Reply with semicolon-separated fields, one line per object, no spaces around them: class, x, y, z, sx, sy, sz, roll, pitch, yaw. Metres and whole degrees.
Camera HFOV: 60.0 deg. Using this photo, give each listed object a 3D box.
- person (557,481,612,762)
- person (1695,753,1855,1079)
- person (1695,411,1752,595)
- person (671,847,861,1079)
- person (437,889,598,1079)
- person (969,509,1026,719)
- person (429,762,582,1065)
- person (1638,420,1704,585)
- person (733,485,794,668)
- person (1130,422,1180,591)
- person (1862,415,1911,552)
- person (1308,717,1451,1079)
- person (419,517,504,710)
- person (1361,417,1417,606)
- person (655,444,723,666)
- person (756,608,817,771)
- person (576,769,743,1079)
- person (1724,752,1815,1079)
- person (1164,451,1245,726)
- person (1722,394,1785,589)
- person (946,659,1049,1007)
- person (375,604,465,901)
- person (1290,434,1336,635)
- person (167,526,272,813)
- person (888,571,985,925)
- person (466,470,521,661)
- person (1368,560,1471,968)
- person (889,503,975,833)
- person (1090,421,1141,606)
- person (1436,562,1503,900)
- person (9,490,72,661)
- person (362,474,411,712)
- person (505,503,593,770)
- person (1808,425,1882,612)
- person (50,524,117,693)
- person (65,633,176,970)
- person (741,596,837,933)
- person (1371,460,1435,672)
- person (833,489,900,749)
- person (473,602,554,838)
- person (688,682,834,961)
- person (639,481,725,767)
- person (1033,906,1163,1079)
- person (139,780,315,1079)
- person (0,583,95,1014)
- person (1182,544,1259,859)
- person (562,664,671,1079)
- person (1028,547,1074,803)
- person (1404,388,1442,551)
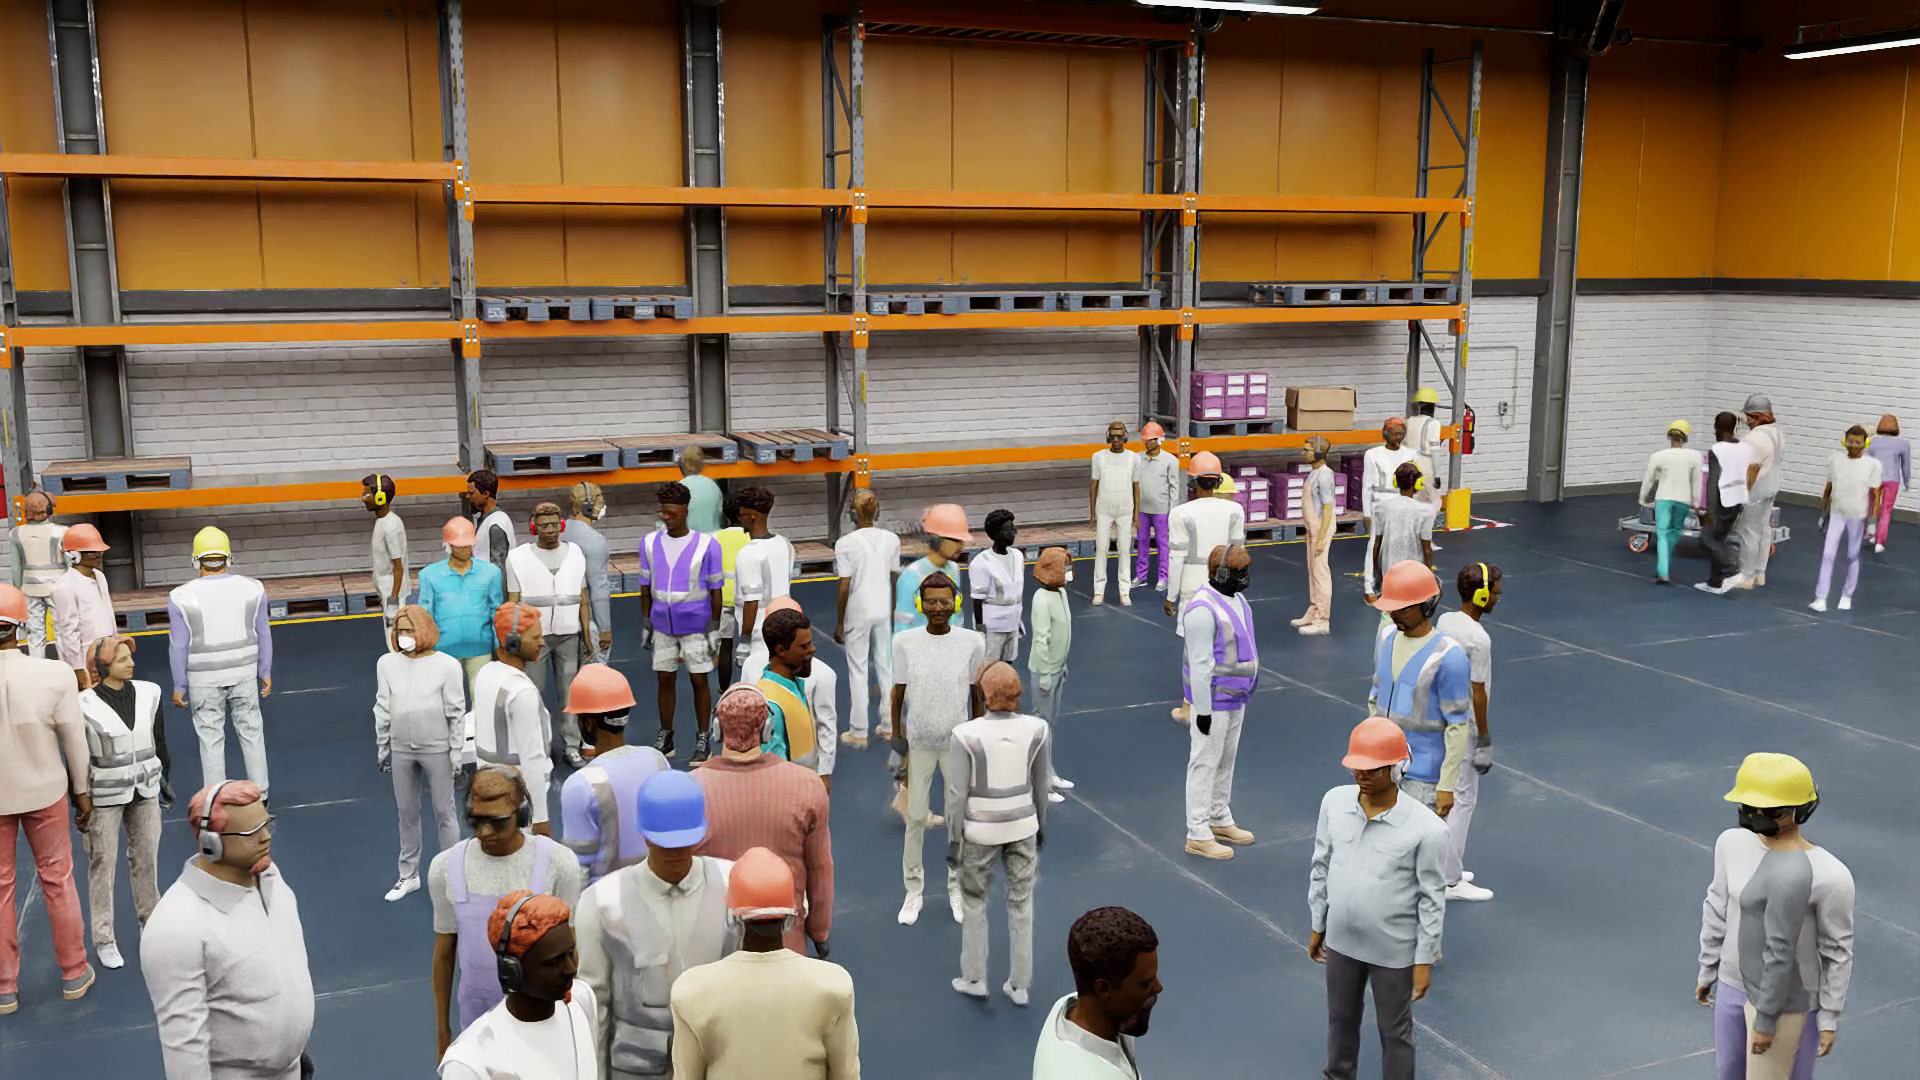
person;-2.594;0.555;11.506;0.356;1.938;0.633;-8;13;-39
person;2.860;1.613;5.909;0.319;1.767;0.534;-6;12;-32
person;7.778;-0.367;16.930;0.595;1.893;0.549;-5;11;-27
person;-0.577;1.775;5.010;0.565;1.751;0.331;-1;10;-6
person;-1.093;1.825;4.357;0.355;1.883;0.574;3;10;19
person;0.275;0.616;11.845;0.319;1.698;0.538;8;13;40
person;-1.518;1.627;5.635;0.511;1.837;0.351;0;10;-2
person;7.516;-0.392;17.566;0.599;1.724;0.723;2;10;10
person;-1.325;0.608;11.125;0.361;1.963;0.613;4;11;21
person;1.991;-0.353;17.271;0.572;1.750;0.331;7;12;34
person;10.916;-0.678;19.630;0.520;1.583;0.876;7;12;34
person;1.581;1.531;6.419;0.559;1.751;0.326;9;13;42
person;-3.332;0.707;11.174;0.564;1.749;0.347;-4;11;-21
person;4.251;-0.283;16.492;0.584;1.883;0.337;-3;10;-15
person;-2.254;0.156;13.944;0.677;1.903;0.695;6;11;30
person;-0.806;1.248;7.576;0.392;1.919;0.591;0;10;-2
person;-0.891;1.645;5.242;0.604;1.938;0.420;-4;11;-21
person;2.859;1.617;5.932;0.342;1.755;0.532;4;11;22
person;1.797;0.360;12.327;0.605;2.045;0.378;-3;10;-17
person;8.241;-0.514;17.374;0.675;2.000;0.536;-9;13;-42
person;0.170;1.365;7.772;0.530;1.622;0.505;-4;10;-20
person;-2.908;1.148;8.971;0.500;1.633;0.280;1;10;7
person;3.268;-0.051;15.268;0.347;1.847;0.505;0;10;1
person;-4.553;0.826;10.254;0.600;1.830;0.403;-8;13;-38
person;-0.115;1.079;8.675;0.524;1.876;0.325;0;10;-2
person;-3.429;0.426;12.341;0.387;1.912;0.588;-4;11;-23
person;2.173;1.096;8.116;0.392;2.033;0.616;-5;11;-25
person;-0.169;0.772;10.026;0.508;2.016;0.617;4;11;20
person;1.537;-0.261;16.478;0.504;1.847;0.345;1;10;4
person;2.736;1.033;9.011;0.346;1.857;0.523;-2;10;-10
person;-7.177;0.429;13.091;0.512;1.642;0.312;0;10;-2
person;-4.259;0.433;12.414;0.315;1.869;0.526;-4;11;-22
person;-2.756;0.656;11.202;0.564;1.843;0.390;-6;11;-30
person;8.558;-0.186;16.097;0.548;1.826;0.882;8;13;39
person;-5.668;0.759;10.868;0.325;1.752;0.563;-1;10;-5
person;-4.147;1.270;8.232;0.305;1.645;0.522;6;12;31
person;-0.909;1.149;8.608;0.561;1.756;0.317;4;11;22
person;3.514;0.301;13.209;0.511;1.862;0.327;7;12;36
person;-0.656;0.556;11.771;0.516;1.843;0.325;-6;12;-31
person;-2.085;1.221;7.826;0.352;1.884;0.576;-7;12;-36
person;-0.805;1.476;6.298;0.652;1.906;0.403;-2;10;-14
person;-1.902;0.570;11.343;0.608;1.965;0.369;3;10;14
person;0.323;1.837;4.224;0.396;1.911;0.580;0;10;2
person;-2.208;1.670;5.175;0.406;1.911;0.636;1;10;5
person;-4.375;1.185;7.717;0.621;1.992;0.397;-6;11;-29
person;1.519;0.925;9.688;0.429;1.836;0.624;6;11;30
person;-1.362;1.432;6.490;0.380;1.929;0.540;5;11;28
person;0.589;0.848;10.698;0.283;1.634;0.498;3;10;19
person;5.454;-0.822;19.507;0.427;1.917;0.635;-4;11;-22
